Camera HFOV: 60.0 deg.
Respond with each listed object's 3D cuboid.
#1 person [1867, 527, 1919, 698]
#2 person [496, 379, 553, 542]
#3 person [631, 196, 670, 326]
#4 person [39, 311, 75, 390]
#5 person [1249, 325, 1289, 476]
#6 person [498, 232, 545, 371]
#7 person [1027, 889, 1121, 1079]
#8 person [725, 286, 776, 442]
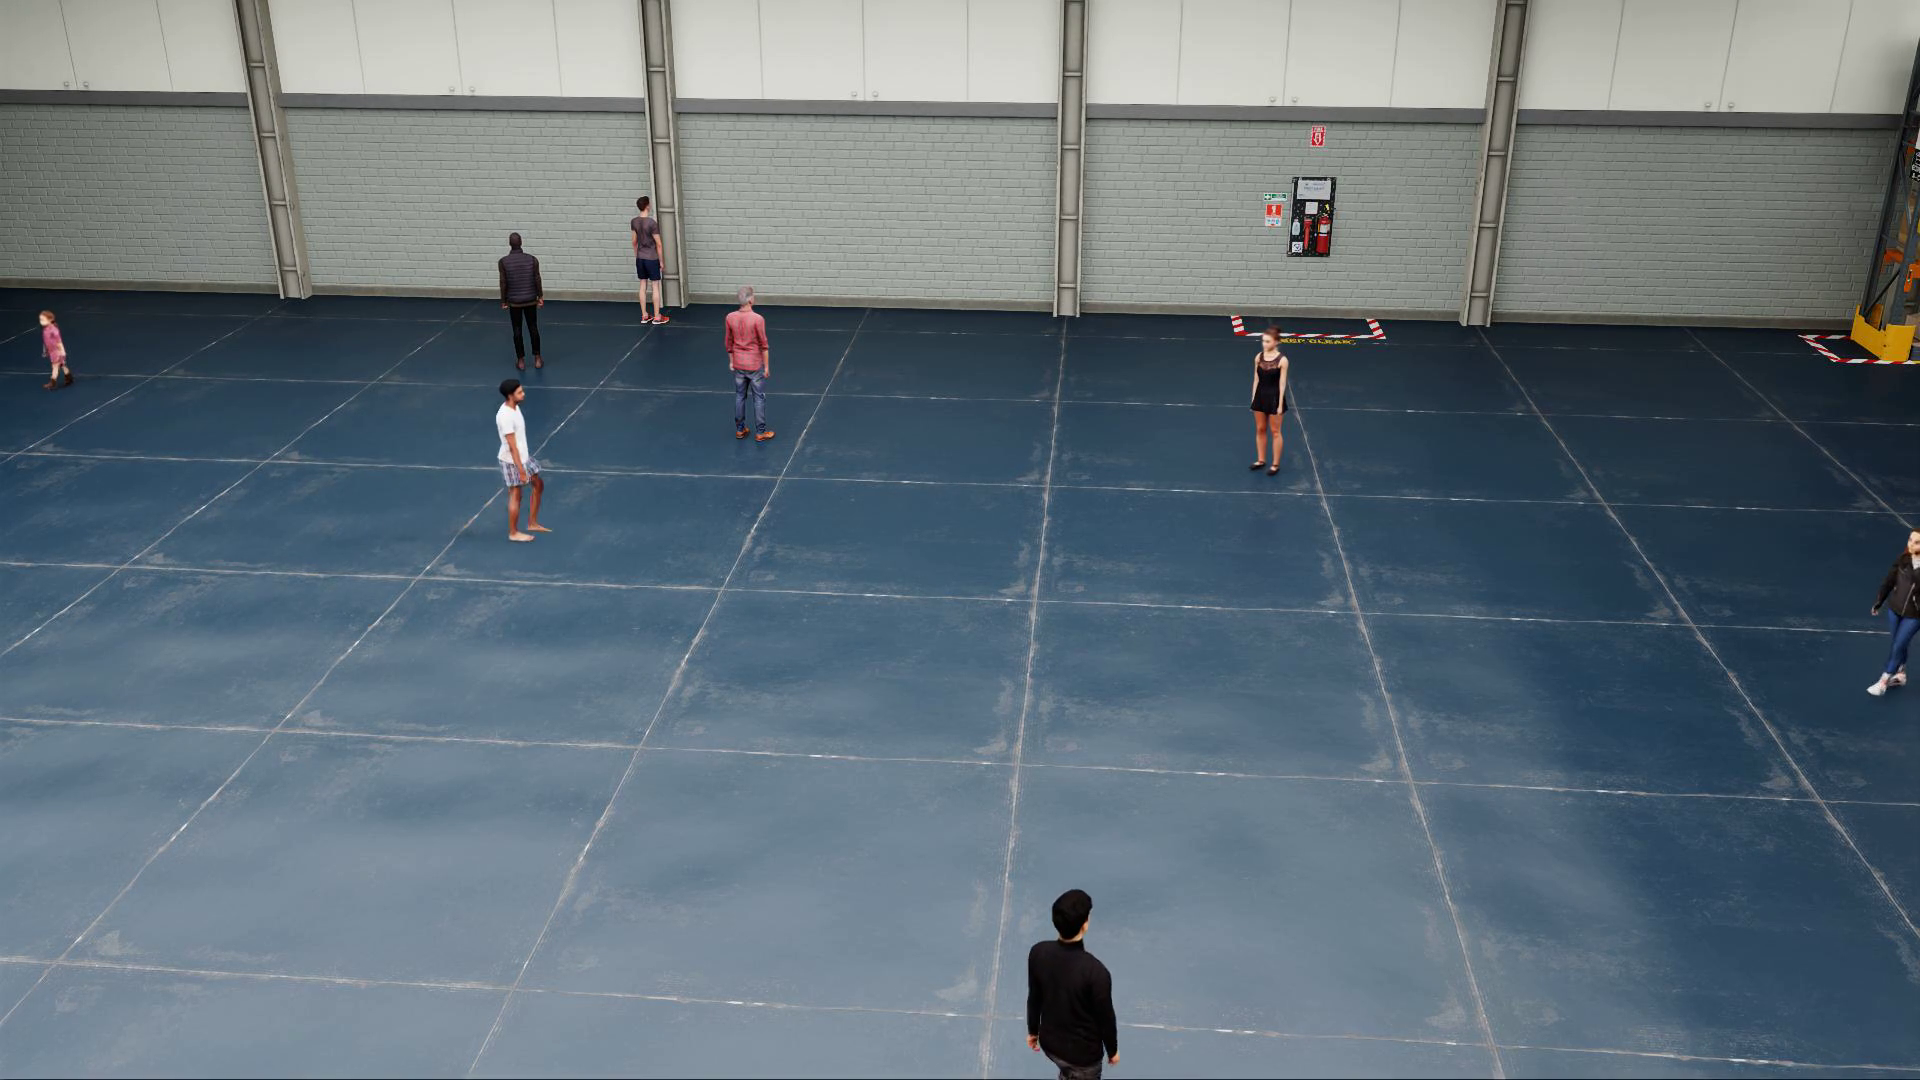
[{"bbox_3d":[7.896,0.572,13.778,0.919,1.463,0.807,-10,25,-22],"label":"person"},{"bbox_3d":[-4.533,-0.792,16.664,0.690,1.714,0.724,-1,23,-3],"label":"person"},{"bbox_3d":[-4.542,-4.071,24.198,0.606,1.853,0.768,10,25,22],"label":"person"},{"bbox_3d":[-11.669,-2.476,21.530,0.663,1.005,0.646,12,26,27],"label":"person"},{"bbox_3d":[3.457,-1.570,18.537,0.675,1.681,0.752,20,30,38],"label":"person"},{"bbox_3d":[-5.837,-3.188,22.143,0.663,1.836,0.836,-8,24,-17],"label":"person"},{"bbox_3d":[0.550,2.622,8.647,1.077,1.705,1.072,19,30,38],"label":"person"},{"bbox_3d":[-2.485,-2.079,19.542,0.595,1.830,0.809,9,25,20],"label":"person"}]
